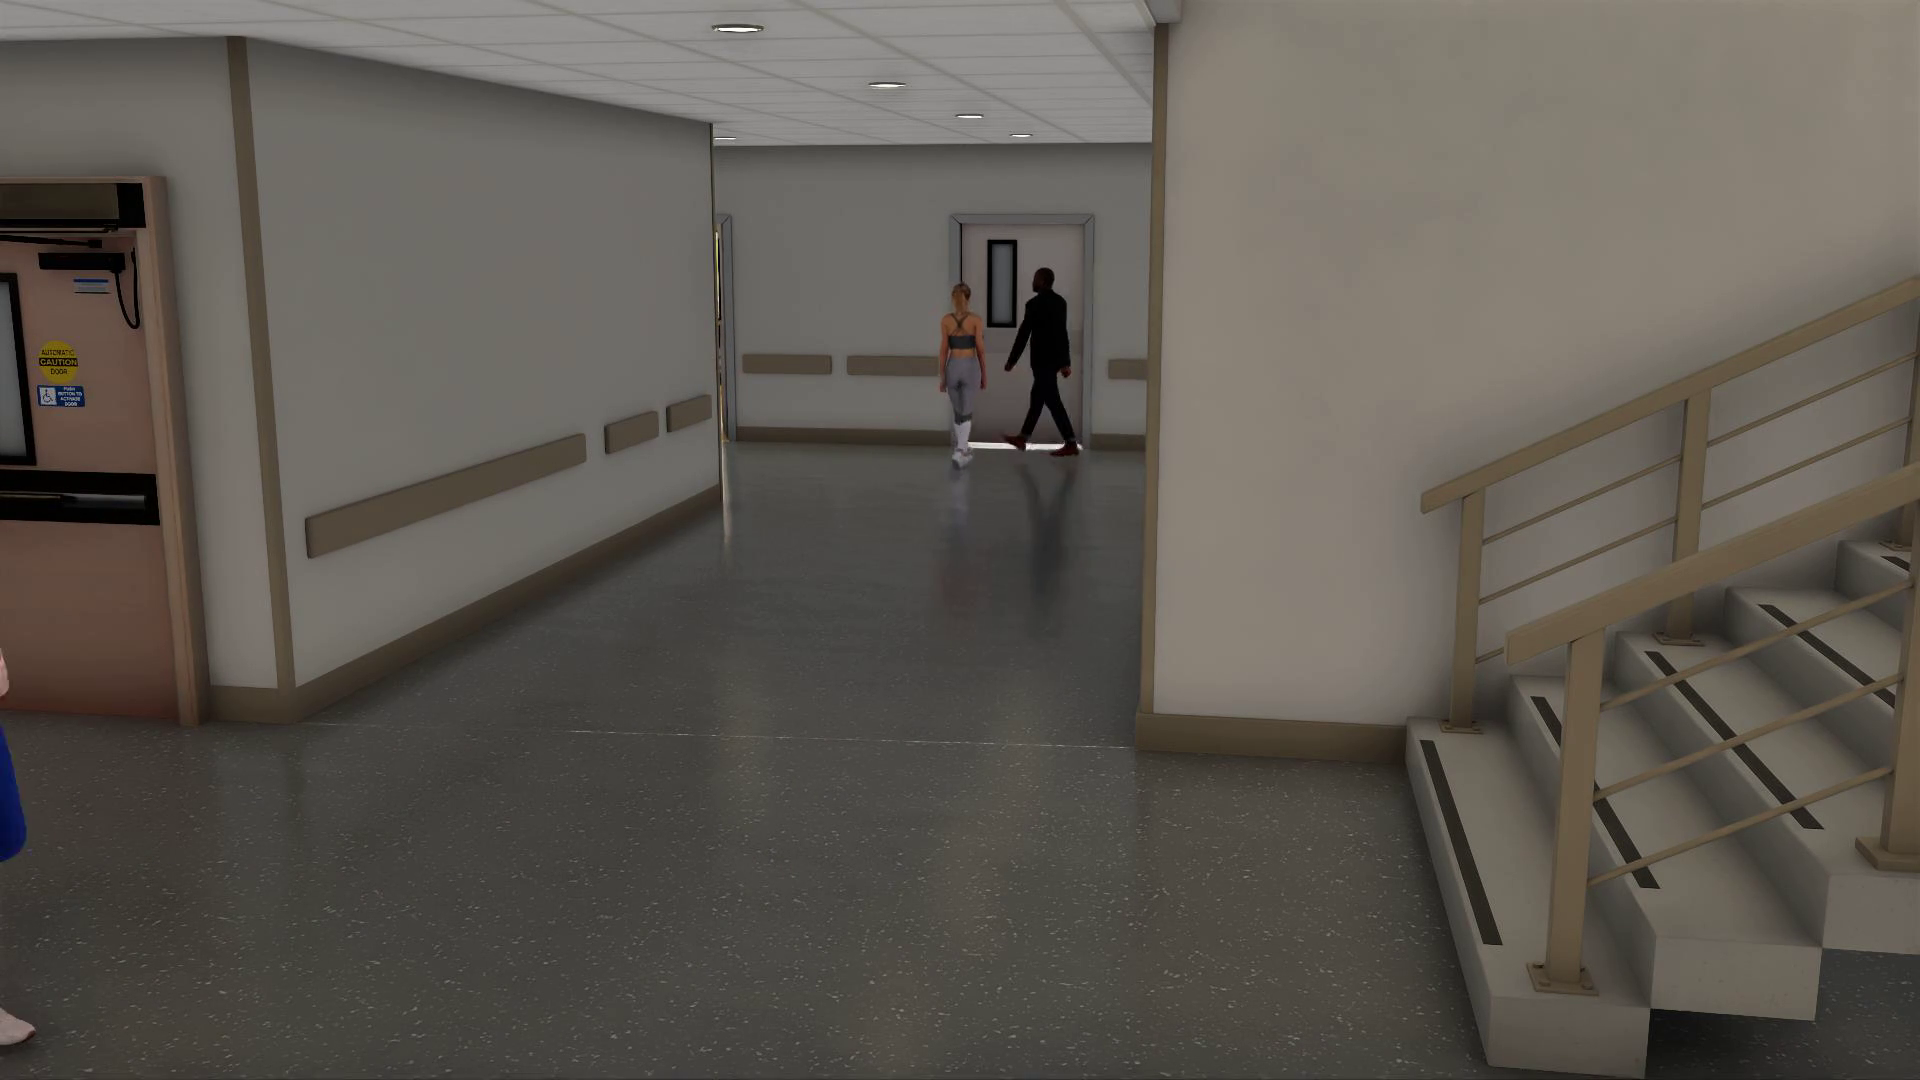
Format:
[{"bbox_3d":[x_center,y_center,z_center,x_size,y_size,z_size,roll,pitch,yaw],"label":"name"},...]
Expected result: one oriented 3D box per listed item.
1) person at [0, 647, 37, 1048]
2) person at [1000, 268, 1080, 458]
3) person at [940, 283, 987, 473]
[{"bbox_3d":[-2.830,0.515,4.431,0.816,1.754,0.654,1,11,6],"label":"person"},{"bbox_3d":[0.892,-1.631,15.708,1.262,1.767,0.966,6,12,30],"label":"person"},{"bbox_3d":[0.011,-1.428,14.898,1.051,1.669,0.635,2,11,11],"label":"person"}]
